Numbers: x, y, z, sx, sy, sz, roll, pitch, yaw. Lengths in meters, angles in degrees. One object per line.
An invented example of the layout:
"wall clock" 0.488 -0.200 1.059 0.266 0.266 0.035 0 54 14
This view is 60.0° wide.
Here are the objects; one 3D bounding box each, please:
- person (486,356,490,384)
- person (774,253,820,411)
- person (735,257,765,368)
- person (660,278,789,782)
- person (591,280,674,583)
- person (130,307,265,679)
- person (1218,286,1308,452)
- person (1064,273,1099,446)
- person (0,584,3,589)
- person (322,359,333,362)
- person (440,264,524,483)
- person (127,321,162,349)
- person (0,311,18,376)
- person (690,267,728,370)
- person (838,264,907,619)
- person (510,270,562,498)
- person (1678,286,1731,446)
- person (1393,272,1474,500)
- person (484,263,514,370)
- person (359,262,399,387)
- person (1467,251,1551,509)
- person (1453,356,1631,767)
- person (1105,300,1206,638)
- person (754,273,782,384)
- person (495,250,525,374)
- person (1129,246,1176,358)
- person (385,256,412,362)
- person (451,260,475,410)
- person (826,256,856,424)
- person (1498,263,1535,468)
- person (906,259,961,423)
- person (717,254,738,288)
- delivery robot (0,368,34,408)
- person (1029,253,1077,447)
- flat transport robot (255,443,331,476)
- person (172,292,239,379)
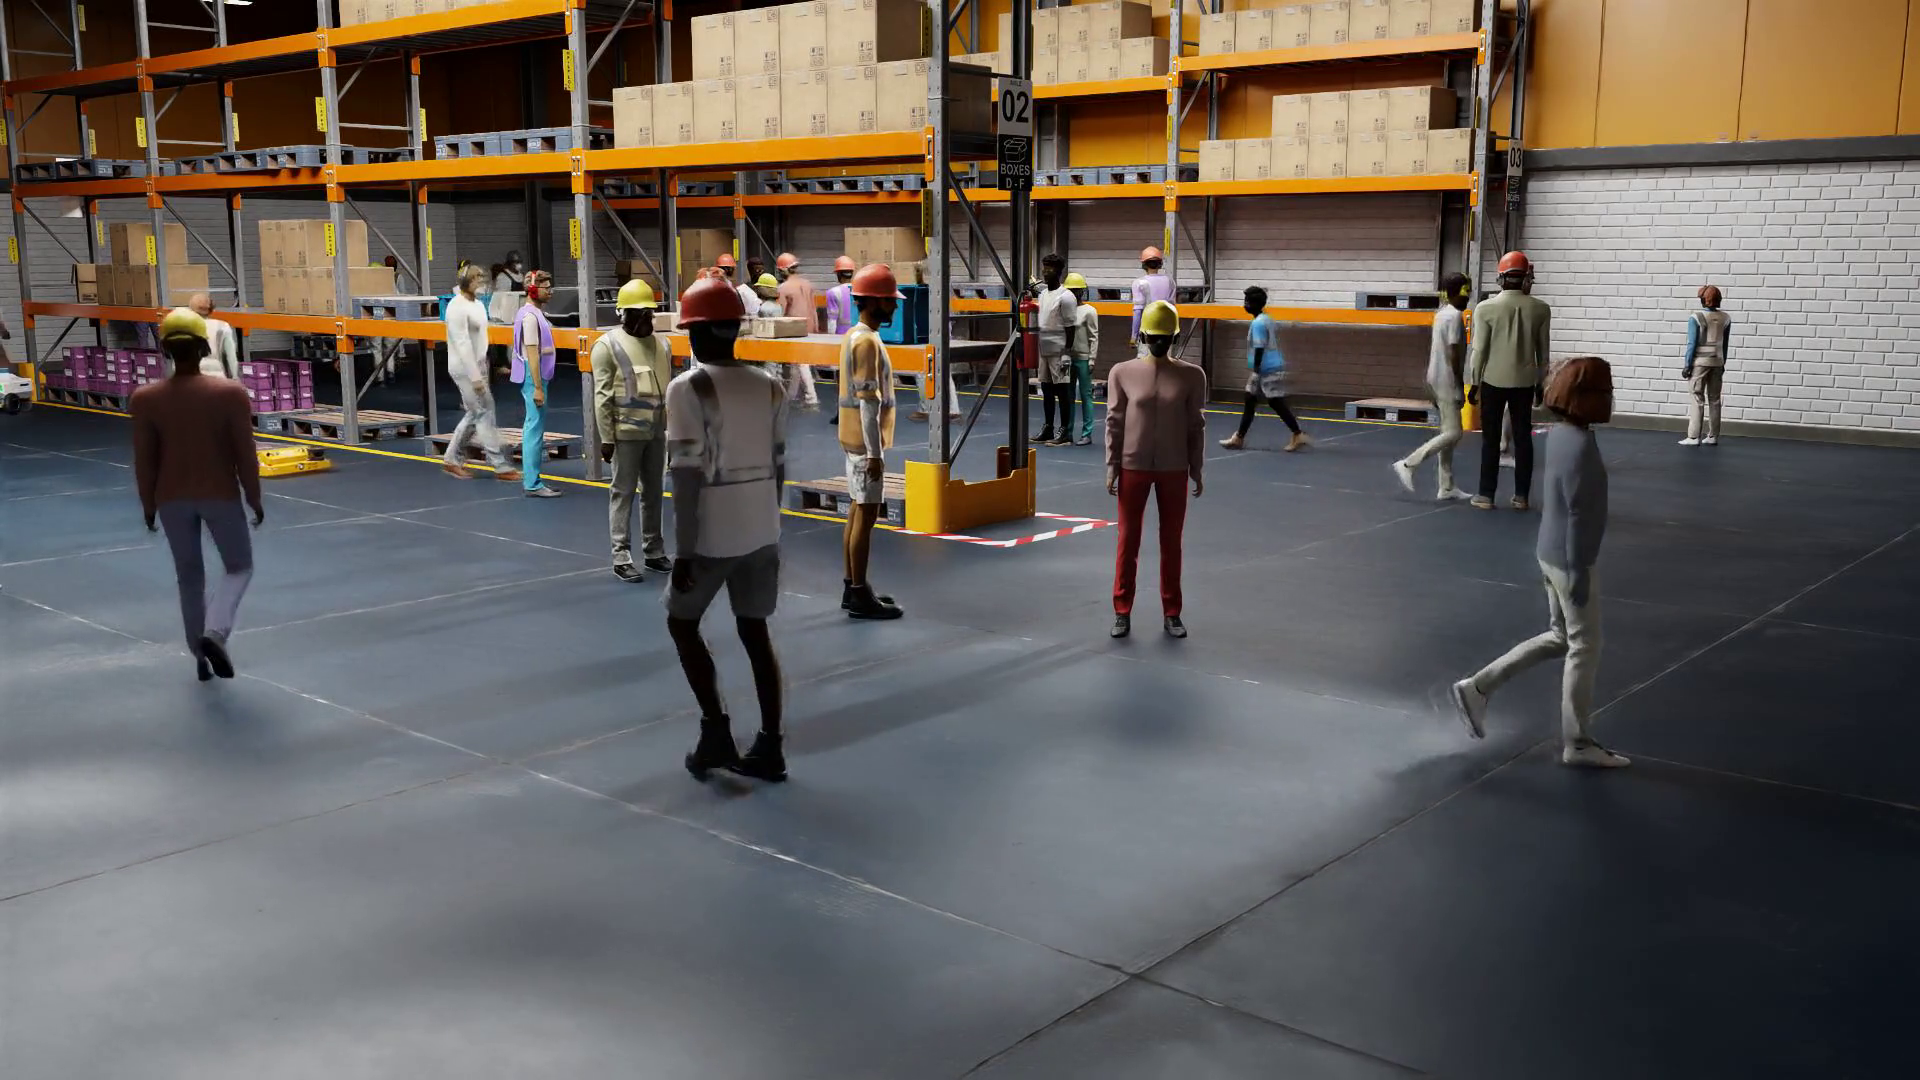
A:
"person" -7.233 -3.111 24.696 0.310 1.624 0.492 6 12 32
"person" -2.101 -2.592 20.787 0.890 1.947 0.628 7 12 34
"person" -2.358 -2.295 19.196 0.376 1.917 0.600 9 13 41
"person" -0.887 -0.022 6.280 0.534 1.909 0.624 9 13 41
"person" -1.955 -0.668 10.173 0.404 1.831 0.600 8 13 38
"person" -3.514 -0.192 7.662 0.545 1.750 0.533 -2 10 -10
"person" 3.063 -1.694 16.536 0.884 1.651 0.567 2 10 10
"person" 1.189 -1.853 17.113 0.328 1.769 0.526 -9 14 -43
"person" -5.934 -0.514 9.853 0.314 1.638 0.515 -6 12 -31
"person" -11.323 -3.992 29.734 0.503 1.619 0.491 3 10 18
"person" -4.134 -1.423 14.381 0.879 1.889 0.674 1 10 4
"person" -13.681 -3.830 27.984 0.683 1.903 0.402 -7 12 -36
"person" -13.370 -2.886 22.815 1.083 1.844 0.616 -7 12 -33
"person" -1.815 -1.072 12.332 0.355 1.885 0.575 0 10 2
"person" -0.478 -0.540 9.147 0.376 1.936 0.549 -2 10 -9
"person" -3.471 -1.266 13.541 0.373 1.843 0.569 -3 10 -15
"person" 7.638 -1.777 17.043 0.524 1.639 0.306 -3 11 -19
"person" 3.840 -1.230 13.368 0.602 1.832 0.591 0 10 0
"person" -7.685 -3.729 27.779 0.642 1.787 0.986 -4 11 -22
"person" -8.487 -3.142 24.296 0.622 1.817 0.430 -6 12 -32
"person" 4.259 -1.235 12.938 0.622 1.993 0.383 0 10 -2
"person" 2.313 0.097 6.491 0.605 1.602 0.503 2 10 11
"person" 1.012 -0.360 8.638 0.523 1.761 0.323 0 10 1
"person" -2.107 -2.042 18.249 0.293 1.745 0.492 2 10 11
"person" -7.087 -3.675 26.708 1.013 2.000 0.705 5 11 28
"person" 2.312 -2.518 20.122 0.609 2.040 0.395 -5 11 -28
"person" -10.065 -4.096 29.554 0.583 1.882 0.350 3 10 16
"person" -6.120 -2.555 20.800 0.328 1.876 0.514 3 10 18
"person" -1.308 -2.285 19.093 0.551 1.932 0.378 -7 12 -34
"person" 5.131 -1.619 15.420 0.398 1.897 0.646 1 10 5
"person" -0.329 -2.295 19.260 0.724 1.891 0.649 2 10 11
"person" -3.339 -3.113 23.800 0.360 1.938 0.546 -6 12 -31
"delivery robot" -11.659 -1.856 20.312 0.477 0.478 0.707 0 10 1
"person" 0.948 -1.940 17.035 0.361 1.965 0.613 -6 12 -30
"flat transport robot" -6.488 -0.756 15.123 1.431 0.197 0.652 5 11 28
"person" -6.879 -1.446 15.174 0.554 1.623 0.393 -4 11 -23
